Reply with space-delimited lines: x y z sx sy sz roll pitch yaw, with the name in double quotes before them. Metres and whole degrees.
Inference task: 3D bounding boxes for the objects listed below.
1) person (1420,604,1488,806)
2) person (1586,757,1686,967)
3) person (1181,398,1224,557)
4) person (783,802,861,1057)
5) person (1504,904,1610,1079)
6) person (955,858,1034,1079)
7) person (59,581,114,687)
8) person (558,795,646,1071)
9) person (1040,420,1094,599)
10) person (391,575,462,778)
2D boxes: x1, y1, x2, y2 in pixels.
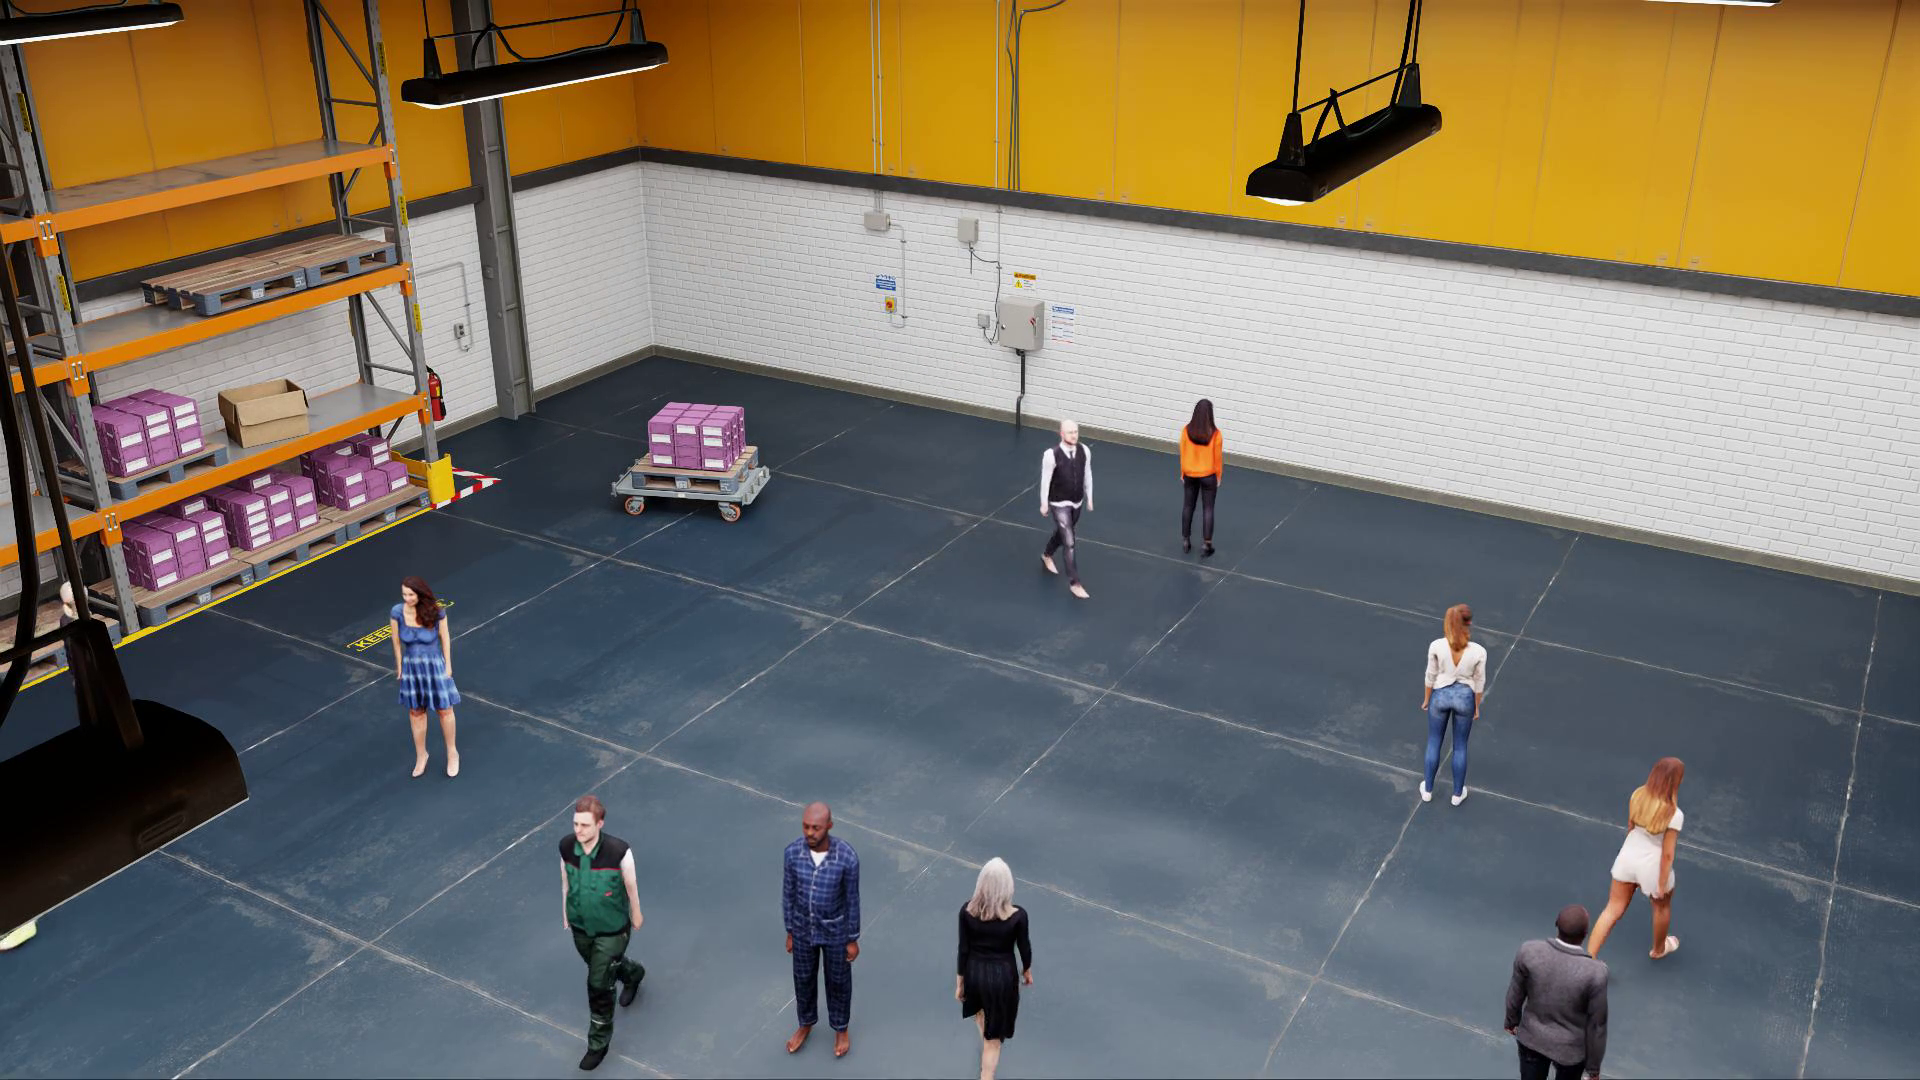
"person" 3.916 1.305 13.234 0.643 1.720 0.570 8 25 17
"person" 4.530 2.237 11.188 1.183 1.651 0.928 -14 27 -28
"person" 2.564 -0.677 17.732 0.620 1.749 0.544 12 26 25
"person" -0.882 2.436 10.525 0.735 1.818 0.726 4 24 8
"person" 3.342 2.916 9.461 0.803 1.790 1.008 16 28 32
"person" 0.177 2.731 9.970 0.840 1.723 1.052 4 24 8
"person" -7.149 1.155 13.605 0.635 1.699 1.035 14 27 30
"person" -2.257 2.397 10.626 0.825 1.809 1.197 8 25 18
"person" 1.049 -0.372 17.001 1.269 1.776 1.168 -12 27 -26
"person" -4.357 1.117 13.559 0.759 1.805 0.754 0 24 1
